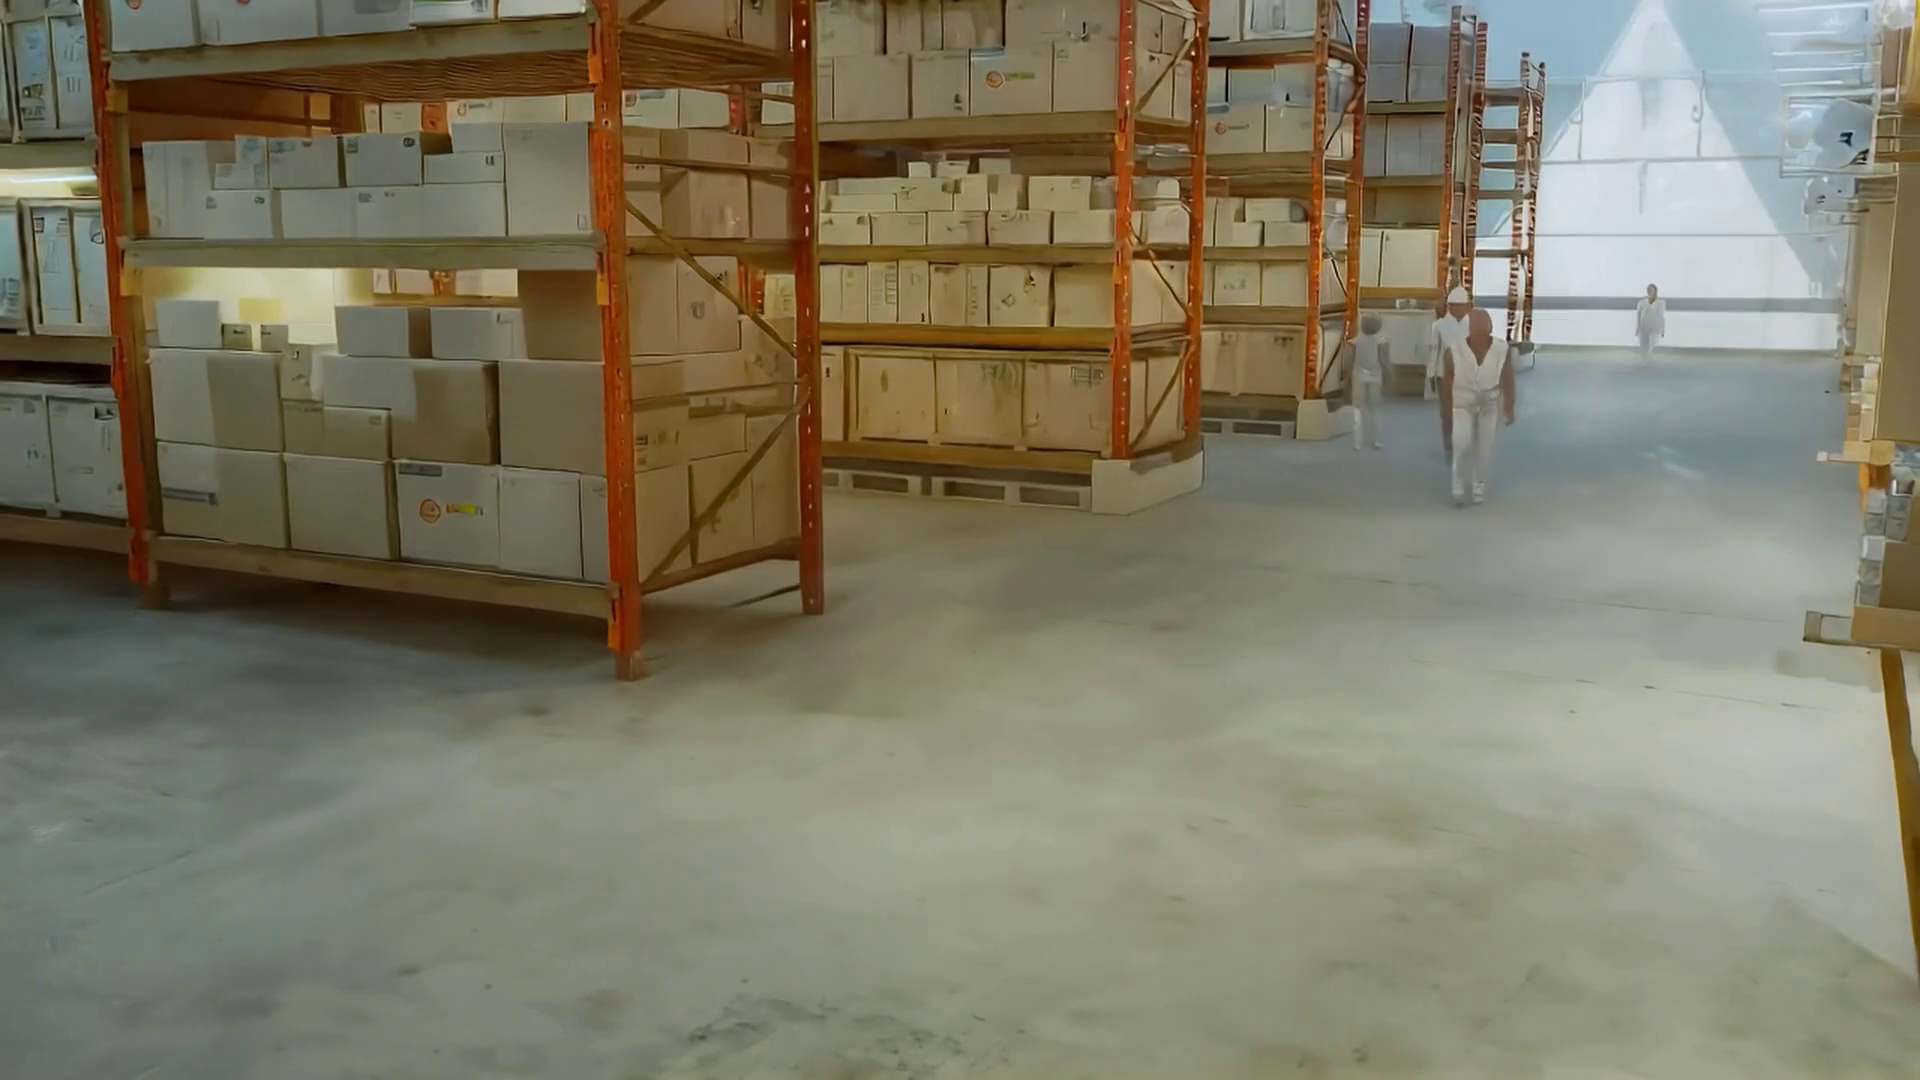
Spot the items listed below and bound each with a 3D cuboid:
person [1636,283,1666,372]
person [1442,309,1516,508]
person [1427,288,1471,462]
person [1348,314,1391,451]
[{"bbox_3d":[13.589,-4.173,32.718,0.569,1.737,0.474,8,13,39],"label":"person"},{"bbox_3d":[4.745,-1.186,15.200,0.643,1.807,0.851,2,10,12],"label":"person"},{"bbox_3d":[5.622,-1.870,18.814,0.629,1.942,1.048,1,10,6],"label":"person"},{"bbox_3d":[4.847,-1.863,19.693,0.527,1.617,0.655,5,11,26],"label":"person"}]
